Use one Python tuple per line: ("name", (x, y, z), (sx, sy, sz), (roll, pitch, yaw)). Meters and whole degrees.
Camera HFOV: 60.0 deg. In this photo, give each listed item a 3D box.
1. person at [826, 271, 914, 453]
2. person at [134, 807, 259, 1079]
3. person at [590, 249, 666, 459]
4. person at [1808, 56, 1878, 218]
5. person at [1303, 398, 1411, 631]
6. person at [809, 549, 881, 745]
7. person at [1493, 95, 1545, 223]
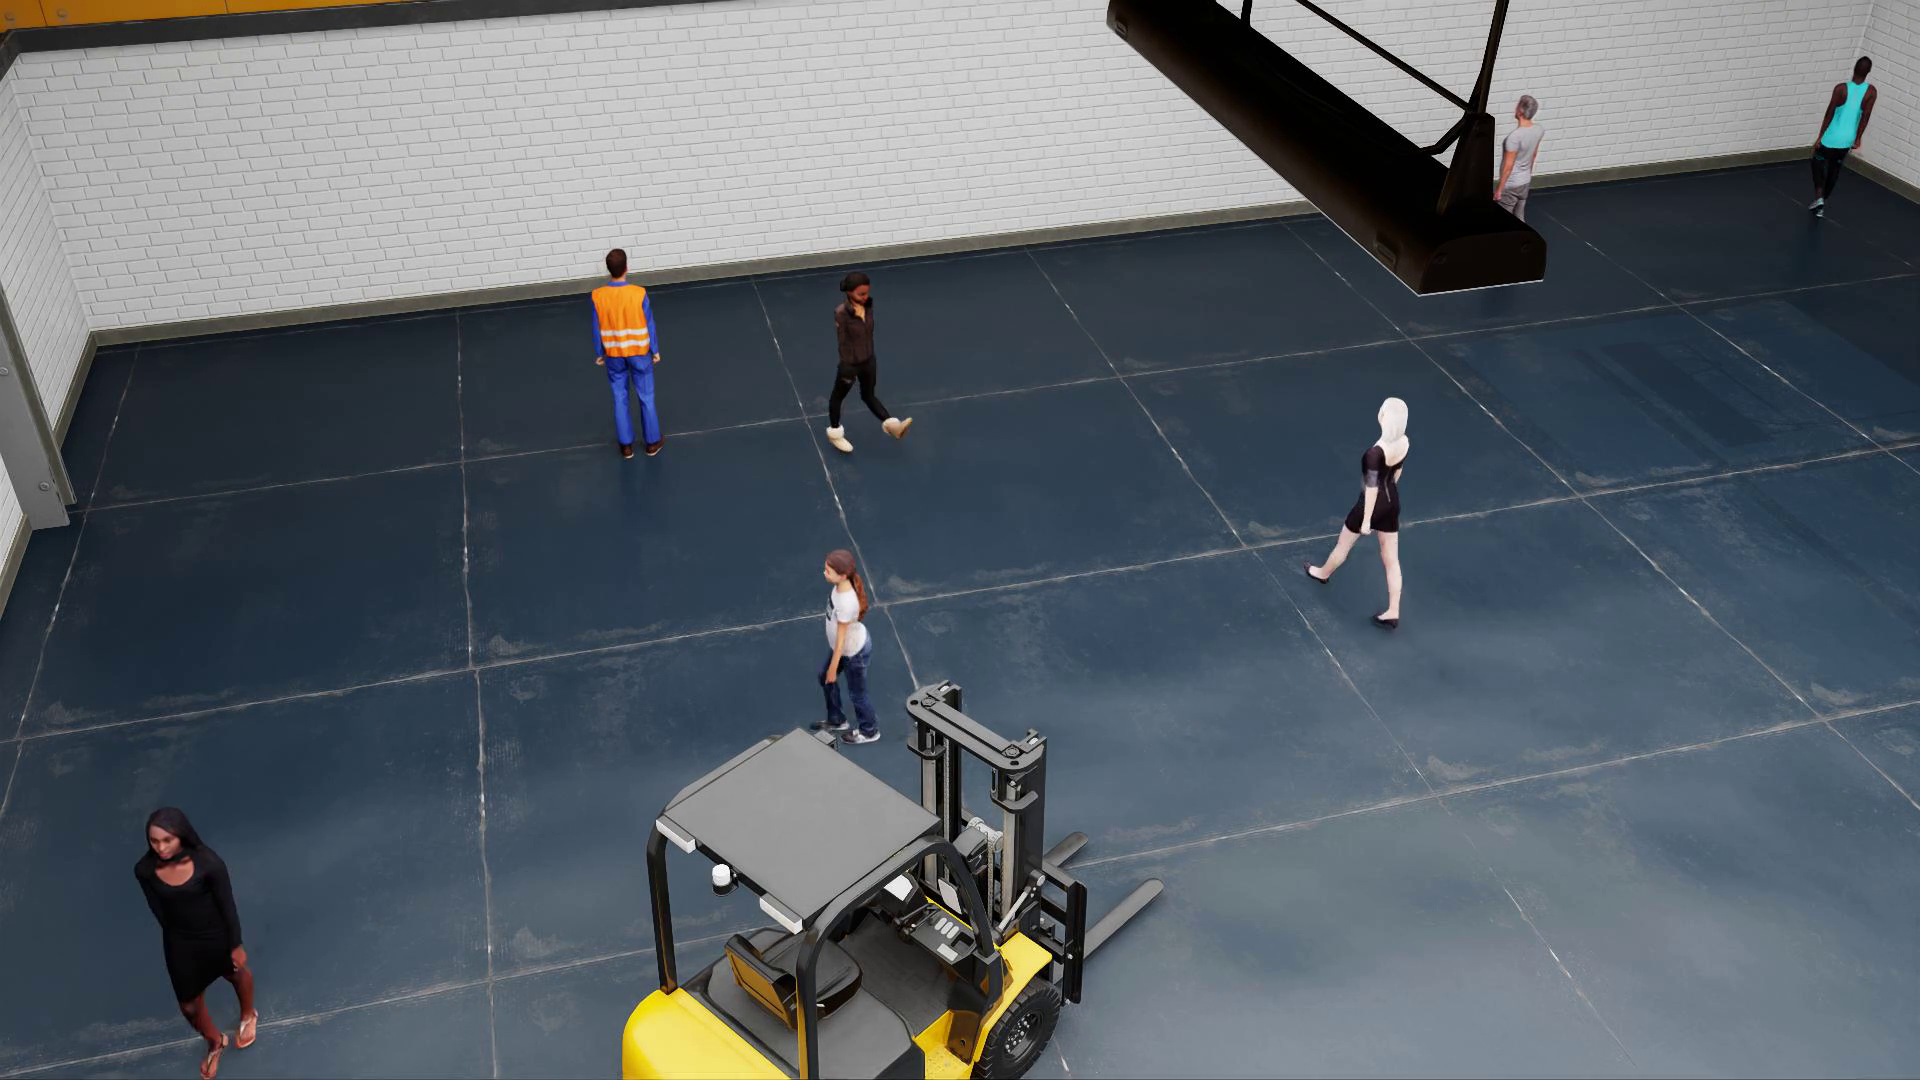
("person", (-0.790, -1.444, 14.022), (0.902, 1.638, 1.066), (-23, 40, -30))
("person", (-3.950, 2.021, 8.751), (0.648, 1.704, 0.722), (-5, 34, -8))
("person", (-2.801, -1.566, 14.003), (0.733, 1.862, 0.661), (-3, 34, -4))
("person", (9.685, -4.392, 18.315), (0.789, 1.795, 0.850), (8, 35, 12))
("person", (3.074, -0.147, 11.946), (0.896, 1.777, 1.236), (-22, 40, -30))
("person", (-0.655, 0.702, 10.875), (0.685, 1.549, 0.678), (-3, 34, -5))
("person", (5.752, -3.700, 17.244), (0.762, 1.828, 0.704), (-24, 41, -32))
